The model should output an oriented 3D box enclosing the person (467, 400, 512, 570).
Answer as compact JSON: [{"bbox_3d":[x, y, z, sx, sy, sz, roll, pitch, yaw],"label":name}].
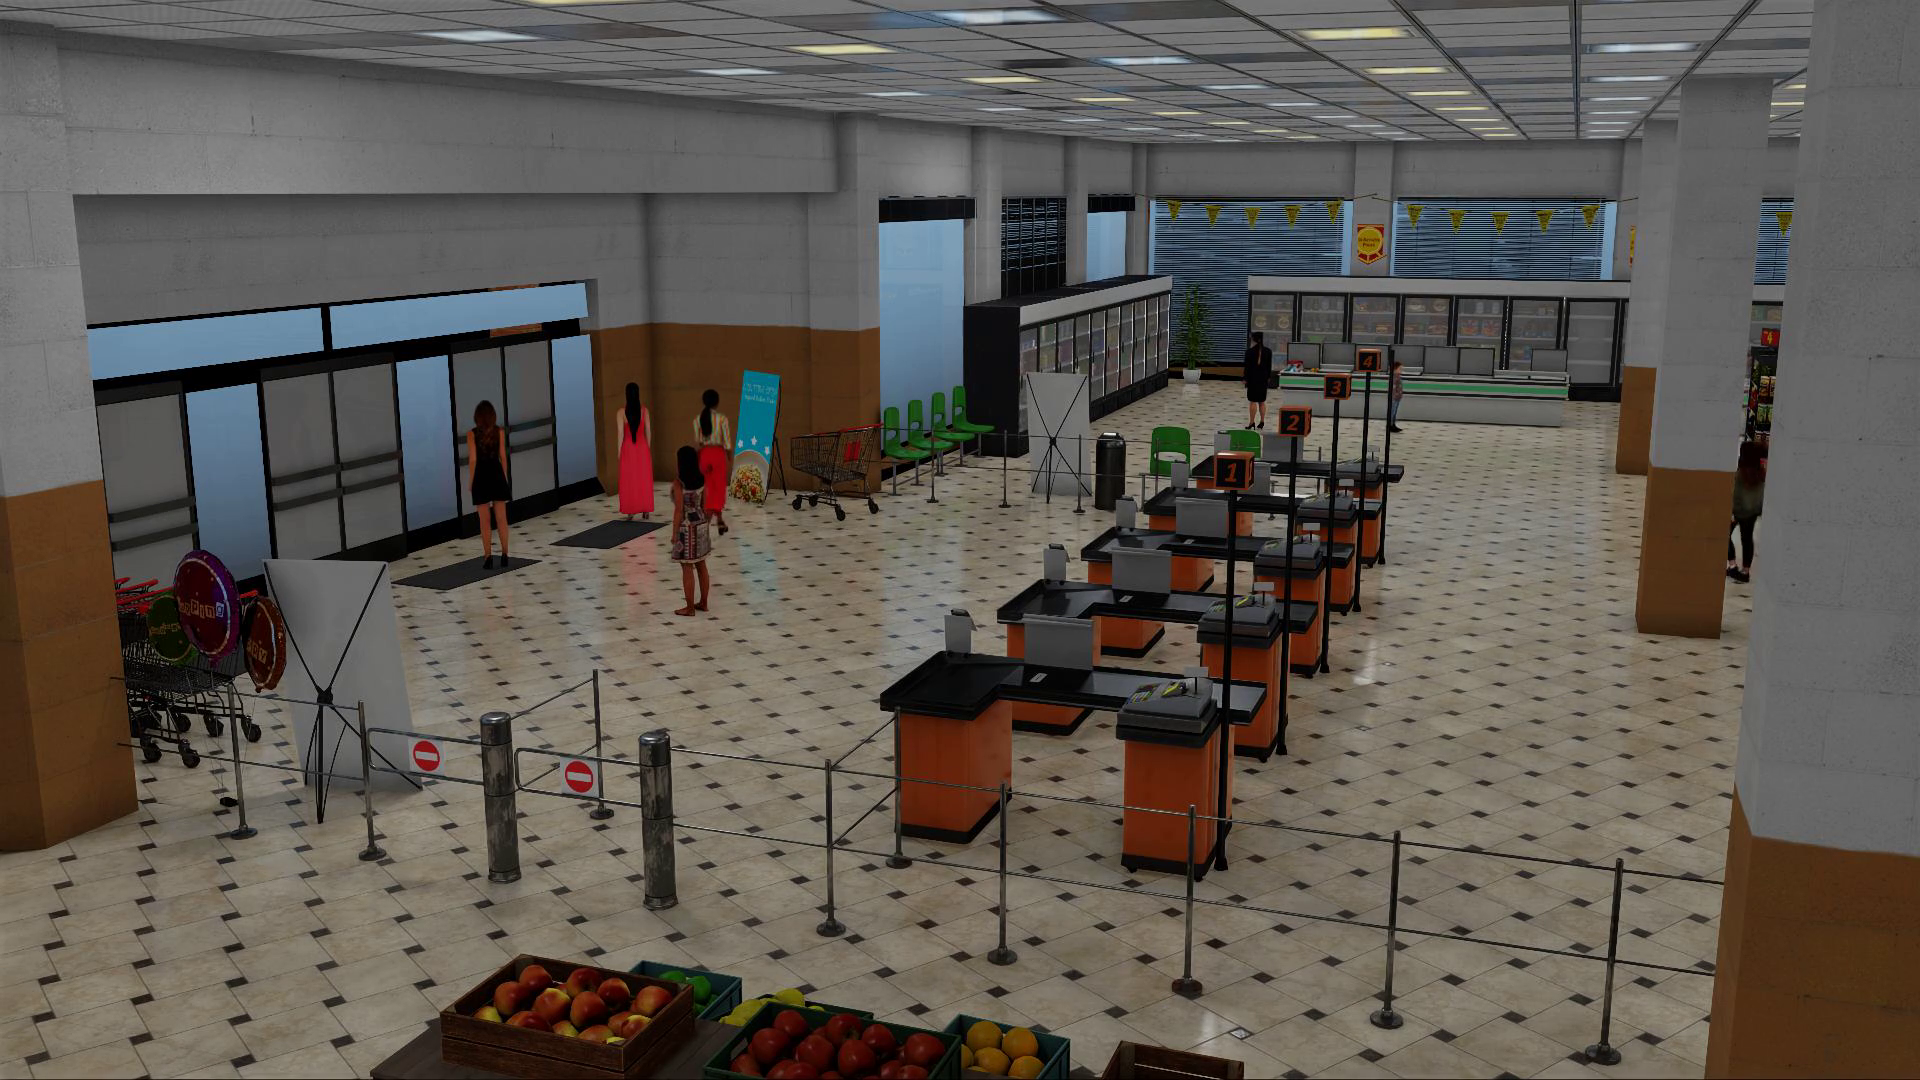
[{"bbox_3d":[-5.079,-0.595,17.919,0.669,1.834,0.705,-8,14,-32],"label":"person"}]

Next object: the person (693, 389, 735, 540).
[{"bbox_3d":[-2.861,-0.816,19.166,1.115,1.752,0.760,3,12,13],"label":"person"}]

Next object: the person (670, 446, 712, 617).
[{"bbox_3d":[-2.593,-0.097,16.012,0.606,1.645,0.695,8,14,32],"label":"person"}]

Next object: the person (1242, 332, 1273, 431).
[{"bbox_3d":[5.075,-2.719,28.414,0.788,1.667,0.863,-4,13,-20],"label":"person"}]

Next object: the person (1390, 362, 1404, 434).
[{"bbox_3d":[7.368,-2.422,28.152,0.512,1.194,0.521,7,14,31],"label":"person"}]

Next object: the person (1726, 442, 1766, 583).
[{"bbox_3d":[8.212,-0.279,17.318,0.651,1.465,0.739,-3,12,-14],"label":"person"}]

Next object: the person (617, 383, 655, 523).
[{"bbox_3d":[-4.008,-1.084,20.502,0.713,1.727,0.761,-7,14,-28],"label":"person"}]
